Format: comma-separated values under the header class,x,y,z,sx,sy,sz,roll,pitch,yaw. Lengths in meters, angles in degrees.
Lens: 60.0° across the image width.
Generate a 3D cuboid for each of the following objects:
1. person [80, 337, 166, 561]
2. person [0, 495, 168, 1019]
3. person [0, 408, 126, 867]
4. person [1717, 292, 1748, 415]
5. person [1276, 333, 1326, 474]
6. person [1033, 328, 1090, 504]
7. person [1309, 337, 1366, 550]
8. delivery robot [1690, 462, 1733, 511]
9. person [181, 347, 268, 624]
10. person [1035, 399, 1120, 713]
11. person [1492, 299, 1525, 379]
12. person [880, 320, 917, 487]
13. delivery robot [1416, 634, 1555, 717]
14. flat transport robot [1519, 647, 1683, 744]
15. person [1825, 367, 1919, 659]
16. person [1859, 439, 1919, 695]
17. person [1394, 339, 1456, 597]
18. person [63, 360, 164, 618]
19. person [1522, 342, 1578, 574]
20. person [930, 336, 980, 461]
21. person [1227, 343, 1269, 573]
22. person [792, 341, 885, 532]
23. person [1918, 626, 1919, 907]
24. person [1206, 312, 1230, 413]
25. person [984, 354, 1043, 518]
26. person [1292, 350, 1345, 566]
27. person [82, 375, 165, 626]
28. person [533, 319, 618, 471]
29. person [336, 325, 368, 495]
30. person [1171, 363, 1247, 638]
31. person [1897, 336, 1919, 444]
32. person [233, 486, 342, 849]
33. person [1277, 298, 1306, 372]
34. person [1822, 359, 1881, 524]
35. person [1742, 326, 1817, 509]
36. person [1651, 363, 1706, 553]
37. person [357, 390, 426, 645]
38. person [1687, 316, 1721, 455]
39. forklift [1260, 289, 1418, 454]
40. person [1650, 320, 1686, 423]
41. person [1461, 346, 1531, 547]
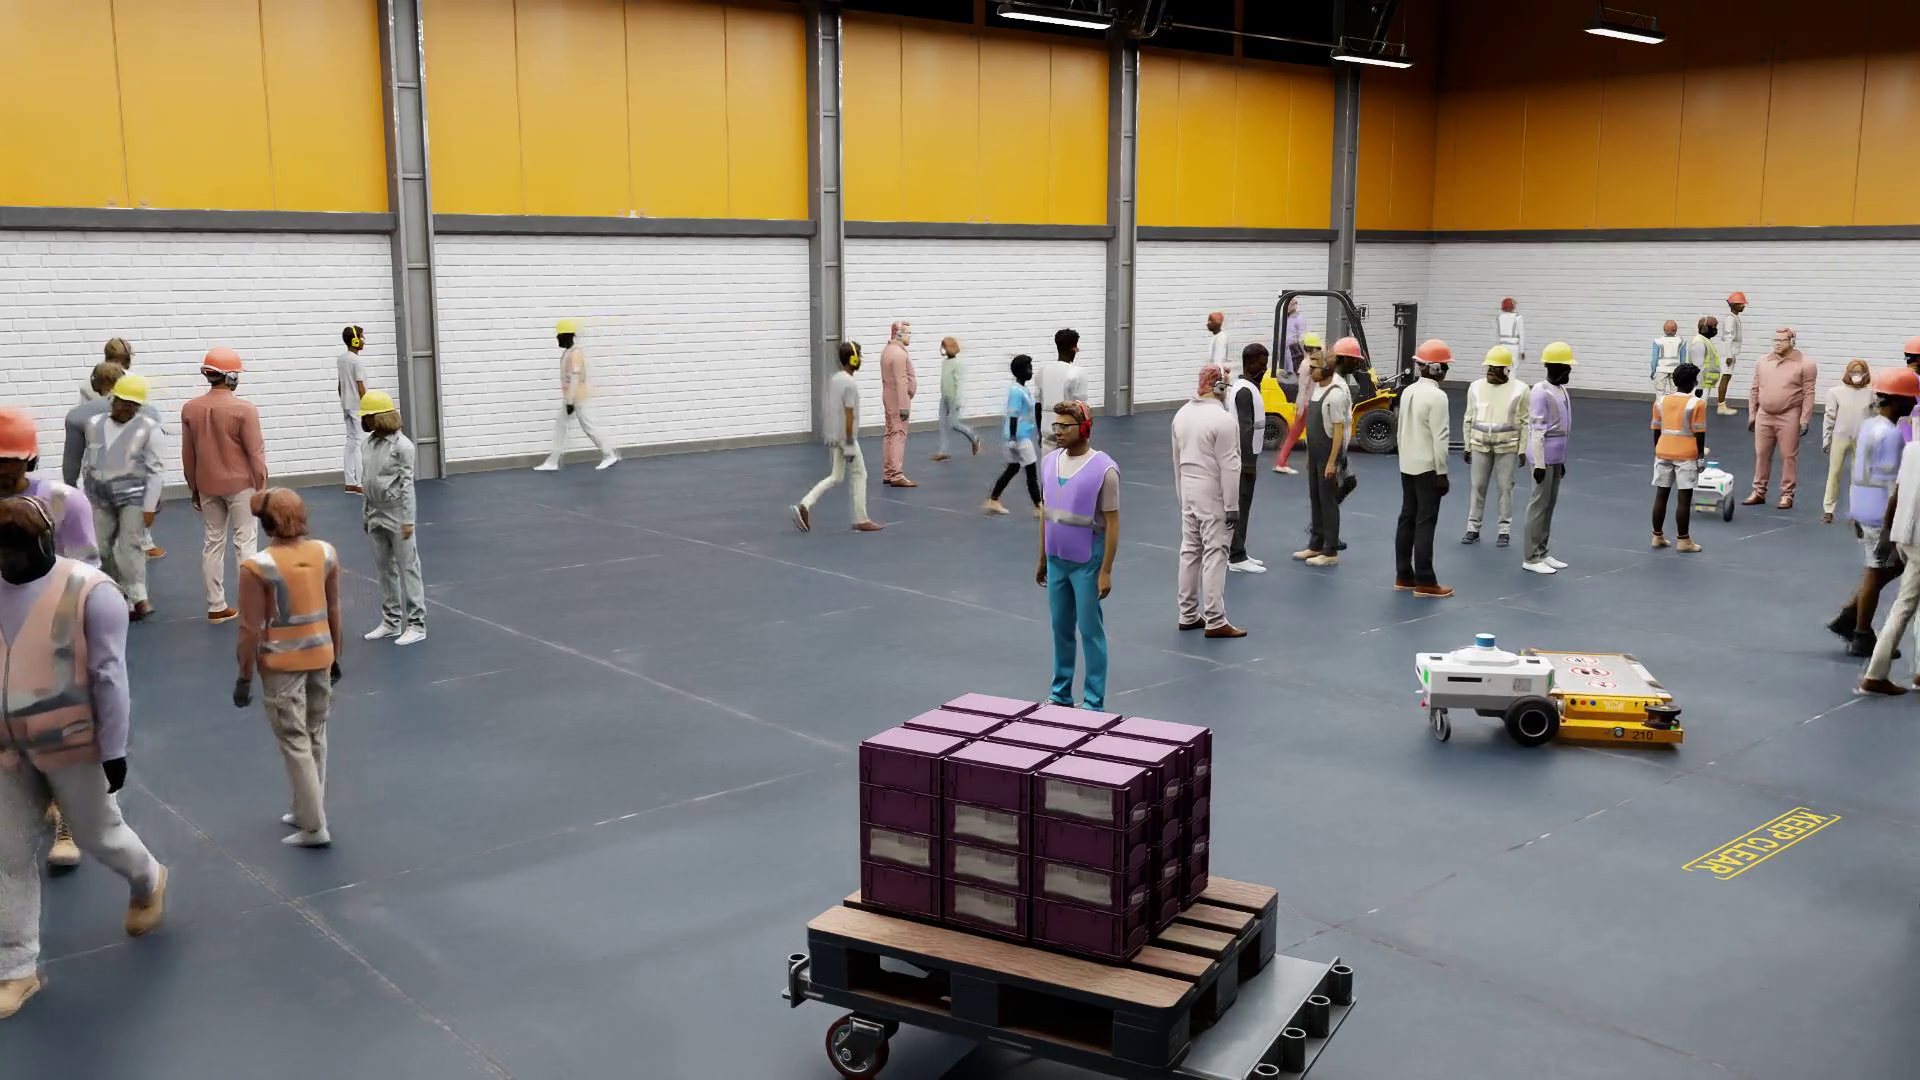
class,x,y,z,sx,sy,sz,roll,pitch,yaw
person,-7.233,-0.775,14.377,0.635,1.937,0.352,1,10,6
person,-3.274,0.715,6.043,0.626,1.816,0.858,0,10,2
person,-4.061,0.414,7.261,0.728,1.983,0.924,-1,10,-5
person,12.857,-3.103,27.699,0.393,2.044,0.609,6,11,30
person,4.233,-1.617,19.951,0.909,1.720,0.526,3,10,16
person,0.979,-1.028,15.776,0.613,1.963,0.362,8,13,40
person,3.373,-0.848,14.863,0.429,1.917,0.570,2,10,9
delivery robot,7.584,-0.545,16.798,0.477,0.478,0.707,6,11,31
person,-5.226,-0.380,11.898,0.625,1.992,0.388,2,10,11
person,0.658,0.129,9.352,0.378,1.844,0.569,-8,13,-40
person,9.996,-3.455,30.362,0.617,1.868,0.342,9,13,43
person,-0.690,-1.565,19.105,0.401,1.904,0.650,-3,10,-16
delivery robot,2.880,0.760,9.158,0.707,0.478,0.477,1,10,9
flat transport robot,3.659,0.873,9.602,0.652,0.197,1.431,2,10,10
person,6.028,-0.167,10.847,0.394,1.921,0.552,3,10,19
person,5.796,0.044,9.897,0.790,1.823,0.538,-1,10,-4
person,3.623,-0.559,12.941,0.388,1.996,0.612,-2,10,-13
person,-6.139,-0.362,12.130,0.650,1.896,1.035,-8,13,-40
person,4.935,-0.690,13.907,0.367,1.926,0.594,7,12,36
person,-0.066,-1.824,21.461,0.627,1.610,0.511,-6,11,-30
person,2.395,-0.693,13.975,0.391,1.913,0.587,1,10,8
person,-1.165,-0.964,15.811,0.836,1.836,0.522,-5,11,-26
person,4.089,0.560,6.579,0.376,1.932,0.543,-8,12,-37
person,3.703,-2.358,23.973,0.979,1.833,0.596,-1,10,-3
person,0.609,-1.045,16.776,0.790,1.665,0.541,1,10,7
person,3.089,-0.699,14.211,0.338,1.843,0.514,-2,10,-10
person,-6.010,-0.284,11.913,0.619,1.793,0.436,1,10,8
person,-4.721,-1.779,20.454,1.015,1.878,0.600,-5,11,-26
person,-6.693,-1.438,18.454,0.517,1.874,0.327,9,13,42
person,1.746,-0.275,11.557,0.409,1.903,0.639,-5,11,-28
person,8.497,-0.861,14.892,0.376,1.932,0.551,1,10,3
person,-3.003,0.566,7.449,0.415,1.637,0.525,5,11,26
person,5.786,-3.309,29.296,0.409,1.908,0.652,-5,11,-27
person,8.771,-0.964,16.374,0.508,1.631,0.269,4,10,22
person,8.573,-1.281,17.431,0.403,1.906,0.652,-8,12,-38
person,6.421,-0.735,14.859,0.321,1.692,0.529,-6,11,-29
person,-3.905,-0.153,11.330,0.484,1.737,0.321,5,11,28
person,9.889,-2.055,22.153,0.429,1.841,0.634,5,11,29
forklift,5.034,-2.339,22.783,2.313,2.155,1.214,3,10,16
person,11.077,-2.616,26.028,0.511,1.641,0.309,1,10,8
person,4.877,-0.853,15.154,0.591,1.829,0.404,6,11,31
